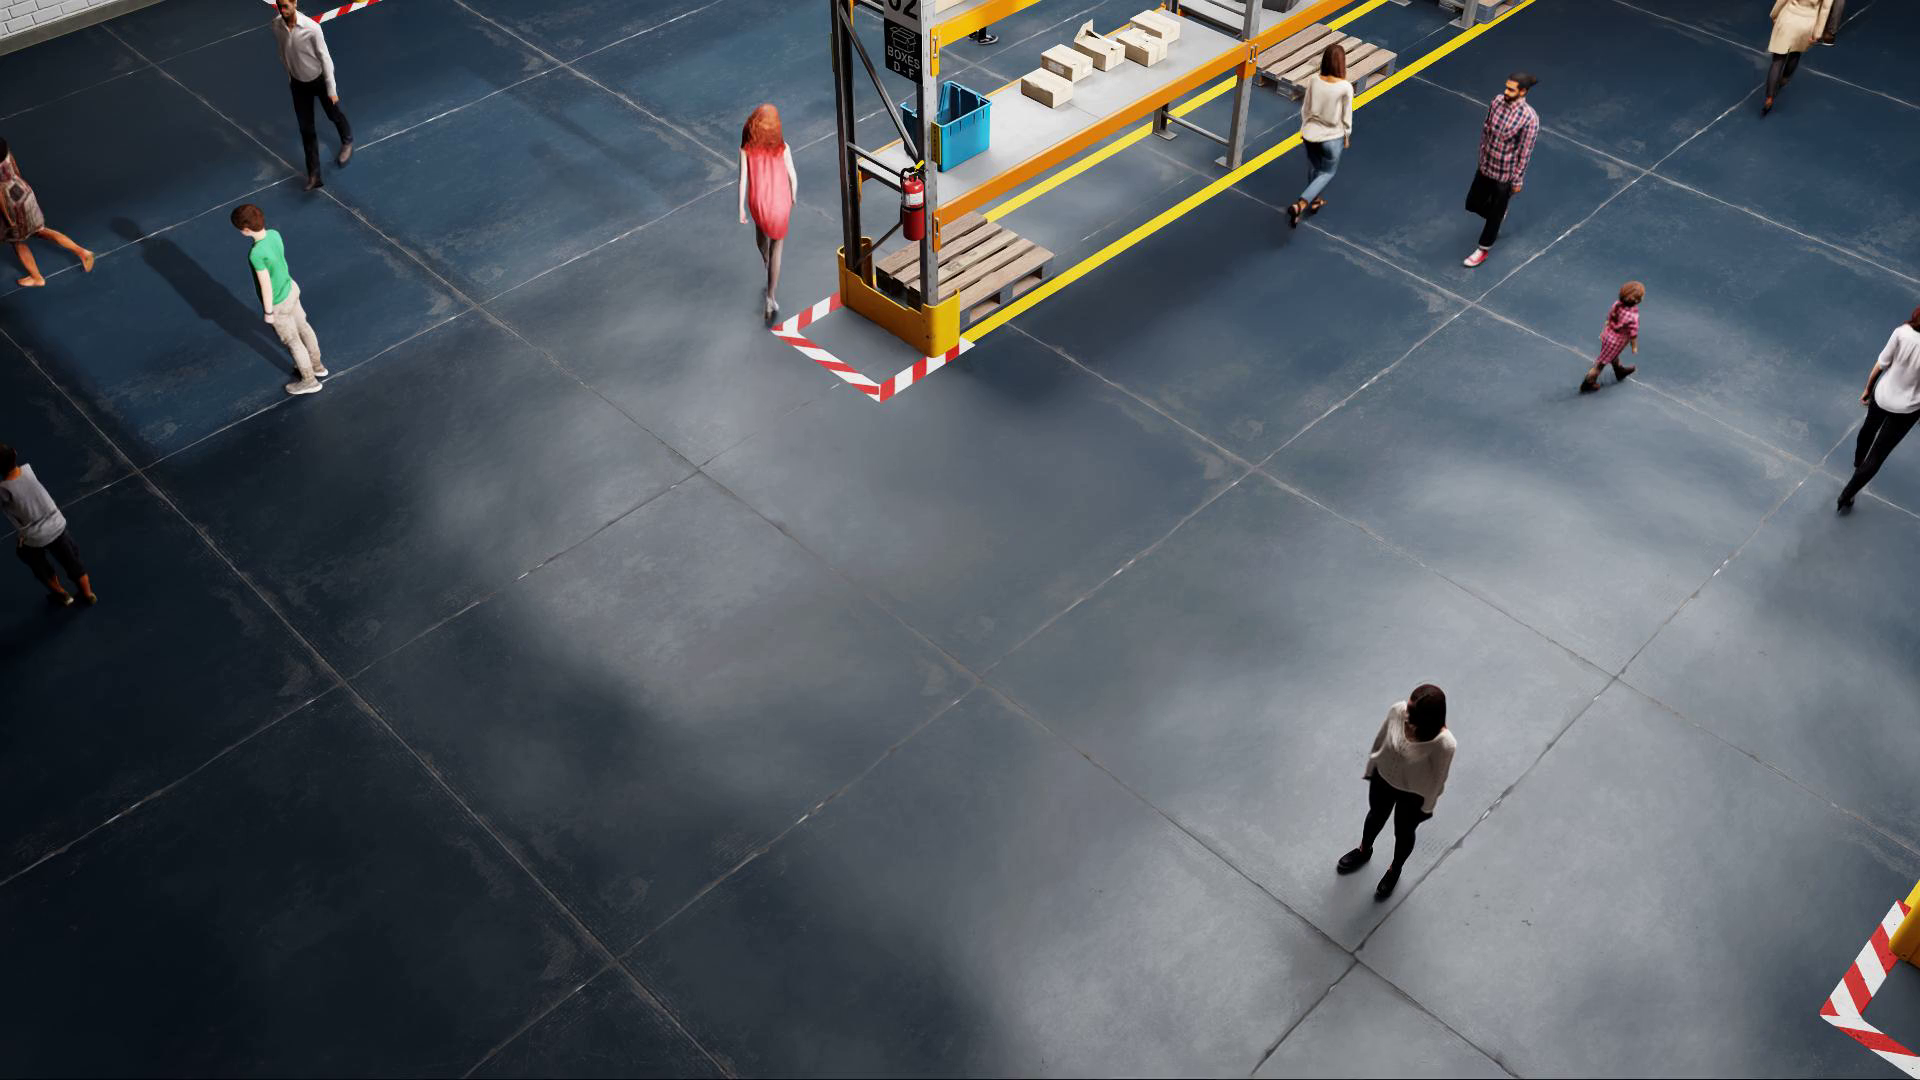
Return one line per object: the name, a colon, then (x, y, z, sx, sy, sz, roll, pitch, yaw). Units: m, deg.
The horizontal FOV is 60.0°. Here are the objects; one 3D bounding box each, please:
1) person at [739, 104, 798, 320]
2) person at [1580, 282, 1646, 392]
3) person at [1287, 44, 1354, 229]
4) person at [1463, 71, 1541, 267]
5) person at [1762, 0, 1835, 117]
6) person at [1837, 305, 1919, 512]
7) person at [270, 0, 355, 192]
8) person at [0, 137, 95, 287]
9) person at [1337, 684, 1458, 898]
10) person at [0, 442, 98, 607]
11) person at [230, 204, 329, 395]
person: (-1.543, -2.602, 13.456, 1.023, 1.783, 1.112, 2, 44, 2)
person: (5.059, -1.556, 12.925, 0.781, 1.000, 0.615, -14, 45, -14)
person: (3.125, -3.473, 14.459, 0.626, 1.662, 0.938, 32, 52, 29)
person: (4.623, -3.166, 14.077, 0.862, 1.743, 0.756, -28, 50, -26)
person: (7.977, -4.853, 15.917, 0.873, 1.649, 1.096, 17, 46, 17)
person: (6.532, -0.902, 11.679, 0.936, 1.772, 0.635, -31, 52, -28)
person: (-5.831, -4.165, 15.069, 1.168, 1.822, 1.284, 4, 44, 4)
person: (-7.741, -2.781, 13.759, 1.040, 1.624, 0.982, 0, 44, 0)
person: (2.490, 1.371, 9.351, 0.564, 1.694, 0.626, -30, 51, -28)
person: (-6.099, -0.106, 11.083, 0.666, 1.442, 0.591, 26, 49, 24)
person: (-5.210, -1.867, 12.780, 0.720, 1.652, 0.651, 2, 44, 2)
